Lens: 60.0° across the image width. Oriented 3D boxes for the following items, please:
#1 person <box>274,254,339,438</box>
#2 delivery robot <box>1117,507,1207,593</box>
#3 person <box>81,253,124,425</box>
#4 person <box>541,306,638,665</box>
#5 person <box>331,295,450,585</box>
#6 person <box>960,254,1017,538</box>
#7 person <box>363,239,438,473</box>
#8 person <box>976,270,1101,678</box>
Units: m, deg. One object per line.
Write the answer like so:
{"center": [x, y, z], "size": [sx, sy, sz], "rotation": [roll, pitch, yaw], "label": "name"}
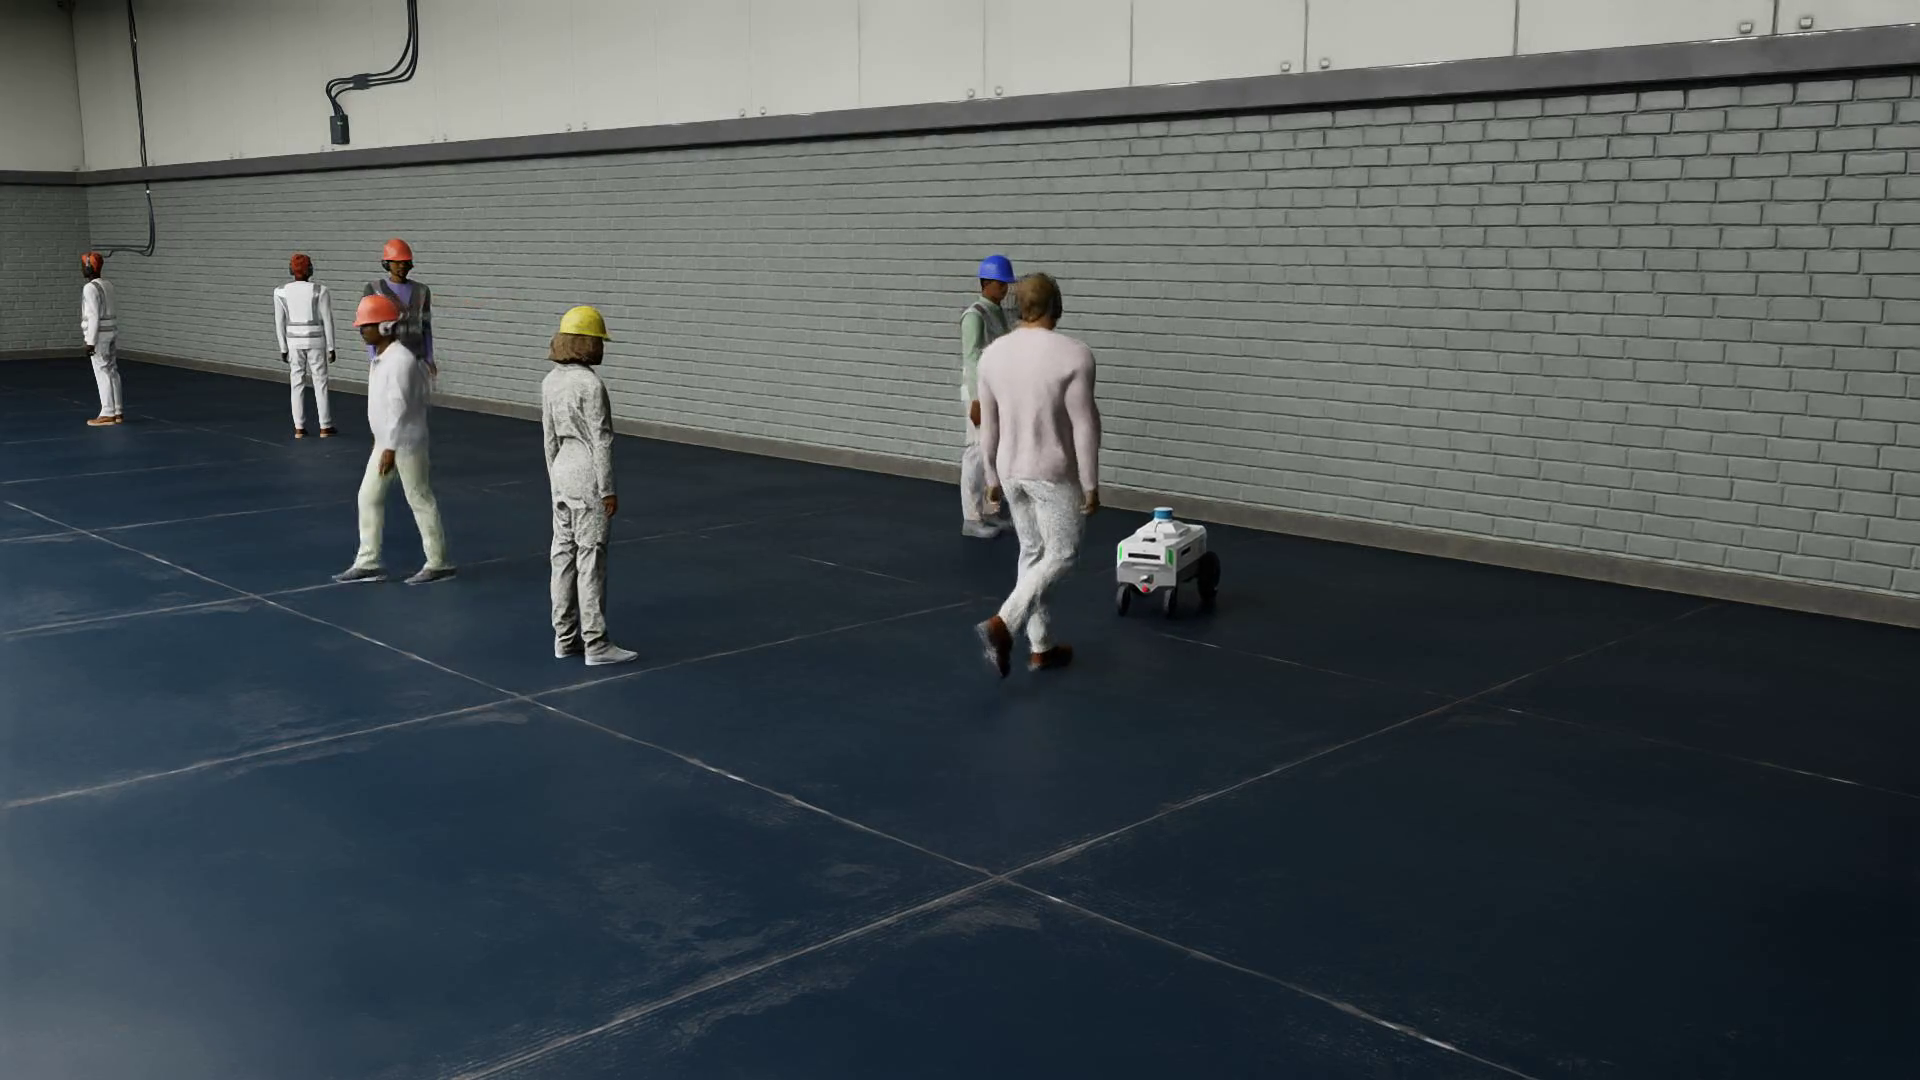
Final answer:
{"center": [-6.718, -1.988, 17.120], "size": [0.575, 1.882, 0.355], "rotation": [-1, 10, -5], "label": "person"}
{"center": [1.136, 0.060, 9.318], "size": [0.477, 0.478, 0.707], "rotation": [5, 11, 24], "label": "delivery robot"}
{"center": [-9.449, -2.200, 18.276], "size": [0.346, 1.880, 0.584], "rotation": [-1, 10, -6], "label": "person"}
{"center": [-1.821, -0.263, 8.111], "size": [0.483, 1.735, 0.311], "rotation": [10, 14, 42], "label": "person"}
{"center": [-3.405, -0.565, 9.799], "size": [0.756, 1.722, 0.586], "rotation": [-8, 13, -38], "label": "person"}
{"center": [0.207, -0.997, 11.541], "size": [0.404, 1.943, 0.612], "rotation": [4, 11, 21], "label": "person"}
{"center": [-4.901, -1.614, 14.632], "size": [0.605, 2.045, 0.379], "rotation": [-9, 14, -41], "label": "person"}
{"center": [0.333, -0.286, 7.730], "size": [0.644, 1.920, 0.743], "rotation": [8, 13, 39], "label": "person"}
